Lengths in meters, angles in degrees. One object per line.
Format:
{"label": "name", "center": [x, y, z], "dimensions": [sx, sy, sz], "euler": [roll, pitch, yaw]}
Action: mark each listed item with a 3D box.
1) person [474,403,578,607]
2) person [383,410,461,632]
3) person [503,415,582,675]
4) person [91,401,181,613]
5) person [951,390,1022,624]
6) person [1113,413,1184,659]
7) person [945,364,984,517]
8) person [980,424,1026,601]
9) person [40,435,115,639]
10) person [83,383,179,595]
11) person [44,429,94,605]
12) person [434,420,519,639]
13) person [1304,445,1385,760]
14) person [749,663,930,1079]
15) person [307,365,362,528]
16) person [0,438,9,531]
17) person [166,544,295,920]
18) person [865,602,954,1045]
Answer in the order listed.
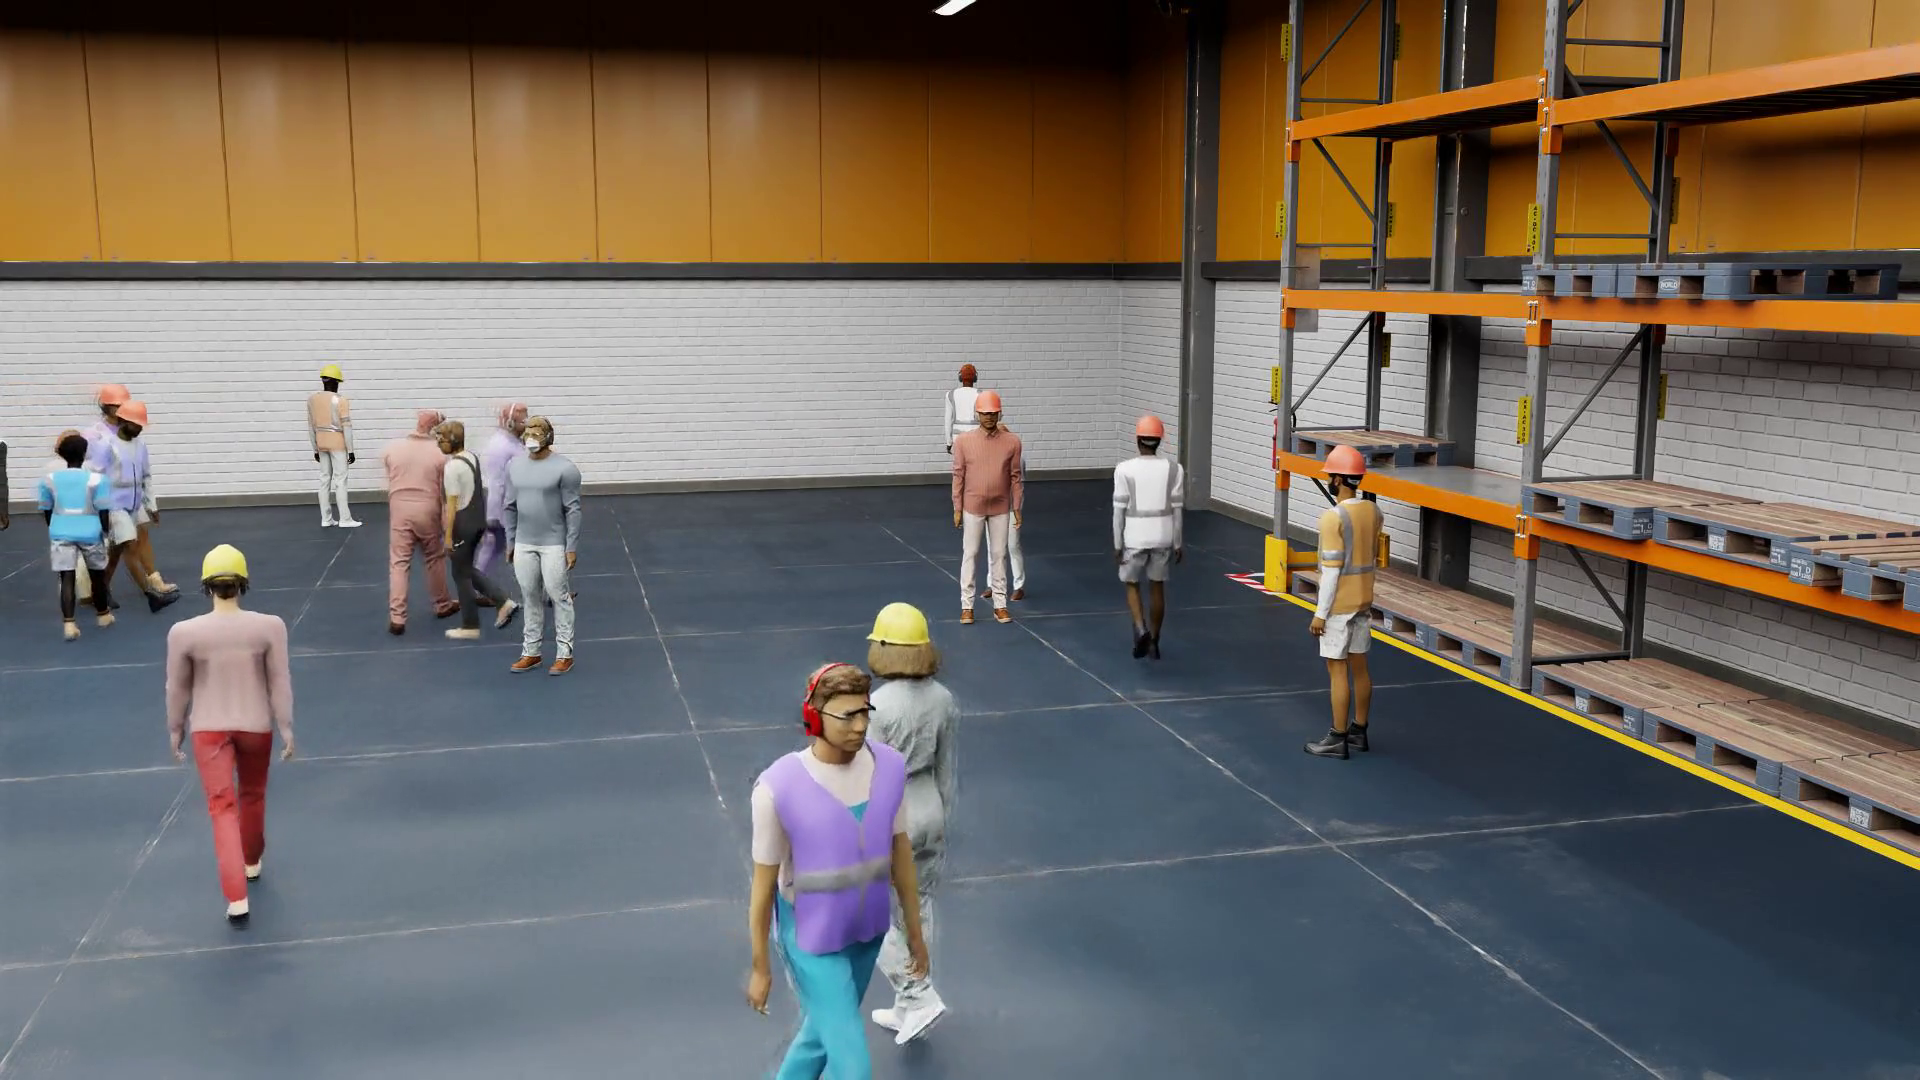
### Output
{"label": "person", "center": [-3.935, -0.293, 14.762], "dimensions": [1.000, 1.840, 0.770], "euler": [-1, 9, -7]}
{"label": "person", "center": [-4.525, -0.172, 14.040], "dimensions": [0.619, 1.834, 0.969], "euler": [0, 9, 0]}
{"label": "person", "center": [-3.115, 0.039, 12.395], "dimensions": [0.631, 1.940, 0.370], "euler": [3, 9, 16]}
{"label": "person", "center": [-7.334, -0.288, 14.654], "dimensions": [0.981, 1.864, 0.612], "euler": [2, 9, 14]}
{"label": "person", "center": [0.233, -0.278, 14.199], "dimensions": [0.609, 1.995, 0.378], "euler": [-1, 9, -8]}
{"label": "person", "center": [1.446, -0.003, 12.734], "dimensions": [0.552, 1.923, 0.568], "euler": [0, 9, -2]}
{"label": "person", "center": [0.107, -1.202, 20.310], "dimensions": [0.584, 1.884, 0.347], "euler": [3, 9, 17]}
{"label": "person", "center": [0.383, -0.254, 15.210], "dimensions": [0.500, 1.623, 0.305], "euler": [5, 11, 31]}
{"label": "person", "center": [-7.262, -0.037, 13.708], "dimensions": [0.540, 1.662, 0.763], "euler": [-3, 9, -16]}
{"label": "person", "center": [-7.760, -0.446, 15.296], "dimensions": [1.060, 1.987, 0.624], "euler": [3, 10, 20]}
{"label": "person", "center": [-7.883, -0.172, 14.753], "dimensions": [0.499, 1.613, 0.622], "euler": [1, 9, 6]}
{"label": "person", "center": [-3.948, -0.072, 13.481], "dimensions": [0.506, 1.817, 0.513], "euler": [1, 9, 6]}
{"label": "person", "center": [2.354, 0.381, 10.256], "dimensions": [0.542, 1.939, 0.362], "euler": [-8, 12, -43]}
{"label": "person", "center": [-0.402, 1.253, 5.267], "dimensions": [0.582, 1.801, 0.952], "euler": [-9, 13, -44]}
{"label": "person", "center": [-7.346, -1.090, 19.505], "dimensions": [0.584, 1.919, 0.375], "euler": [3, 10, 19]}
{"label": "person", "center": [-8.679, -0.297, 14.667], "dimensions": [0.653, 1.889, 0.462], "euler": [-1, 9, -5]}
{"label": "person", "center": [-3.437, 0.878, 7.845], "dimensions": [0.535, 1.720, 0.893], "euler": [-5, 10, -27]}
{"label": "person", "center": [-0.217, 1.099, 6.410], "dimensions": [0.396, 1.728, 0.514], "euler": [8, 12, 41]}
